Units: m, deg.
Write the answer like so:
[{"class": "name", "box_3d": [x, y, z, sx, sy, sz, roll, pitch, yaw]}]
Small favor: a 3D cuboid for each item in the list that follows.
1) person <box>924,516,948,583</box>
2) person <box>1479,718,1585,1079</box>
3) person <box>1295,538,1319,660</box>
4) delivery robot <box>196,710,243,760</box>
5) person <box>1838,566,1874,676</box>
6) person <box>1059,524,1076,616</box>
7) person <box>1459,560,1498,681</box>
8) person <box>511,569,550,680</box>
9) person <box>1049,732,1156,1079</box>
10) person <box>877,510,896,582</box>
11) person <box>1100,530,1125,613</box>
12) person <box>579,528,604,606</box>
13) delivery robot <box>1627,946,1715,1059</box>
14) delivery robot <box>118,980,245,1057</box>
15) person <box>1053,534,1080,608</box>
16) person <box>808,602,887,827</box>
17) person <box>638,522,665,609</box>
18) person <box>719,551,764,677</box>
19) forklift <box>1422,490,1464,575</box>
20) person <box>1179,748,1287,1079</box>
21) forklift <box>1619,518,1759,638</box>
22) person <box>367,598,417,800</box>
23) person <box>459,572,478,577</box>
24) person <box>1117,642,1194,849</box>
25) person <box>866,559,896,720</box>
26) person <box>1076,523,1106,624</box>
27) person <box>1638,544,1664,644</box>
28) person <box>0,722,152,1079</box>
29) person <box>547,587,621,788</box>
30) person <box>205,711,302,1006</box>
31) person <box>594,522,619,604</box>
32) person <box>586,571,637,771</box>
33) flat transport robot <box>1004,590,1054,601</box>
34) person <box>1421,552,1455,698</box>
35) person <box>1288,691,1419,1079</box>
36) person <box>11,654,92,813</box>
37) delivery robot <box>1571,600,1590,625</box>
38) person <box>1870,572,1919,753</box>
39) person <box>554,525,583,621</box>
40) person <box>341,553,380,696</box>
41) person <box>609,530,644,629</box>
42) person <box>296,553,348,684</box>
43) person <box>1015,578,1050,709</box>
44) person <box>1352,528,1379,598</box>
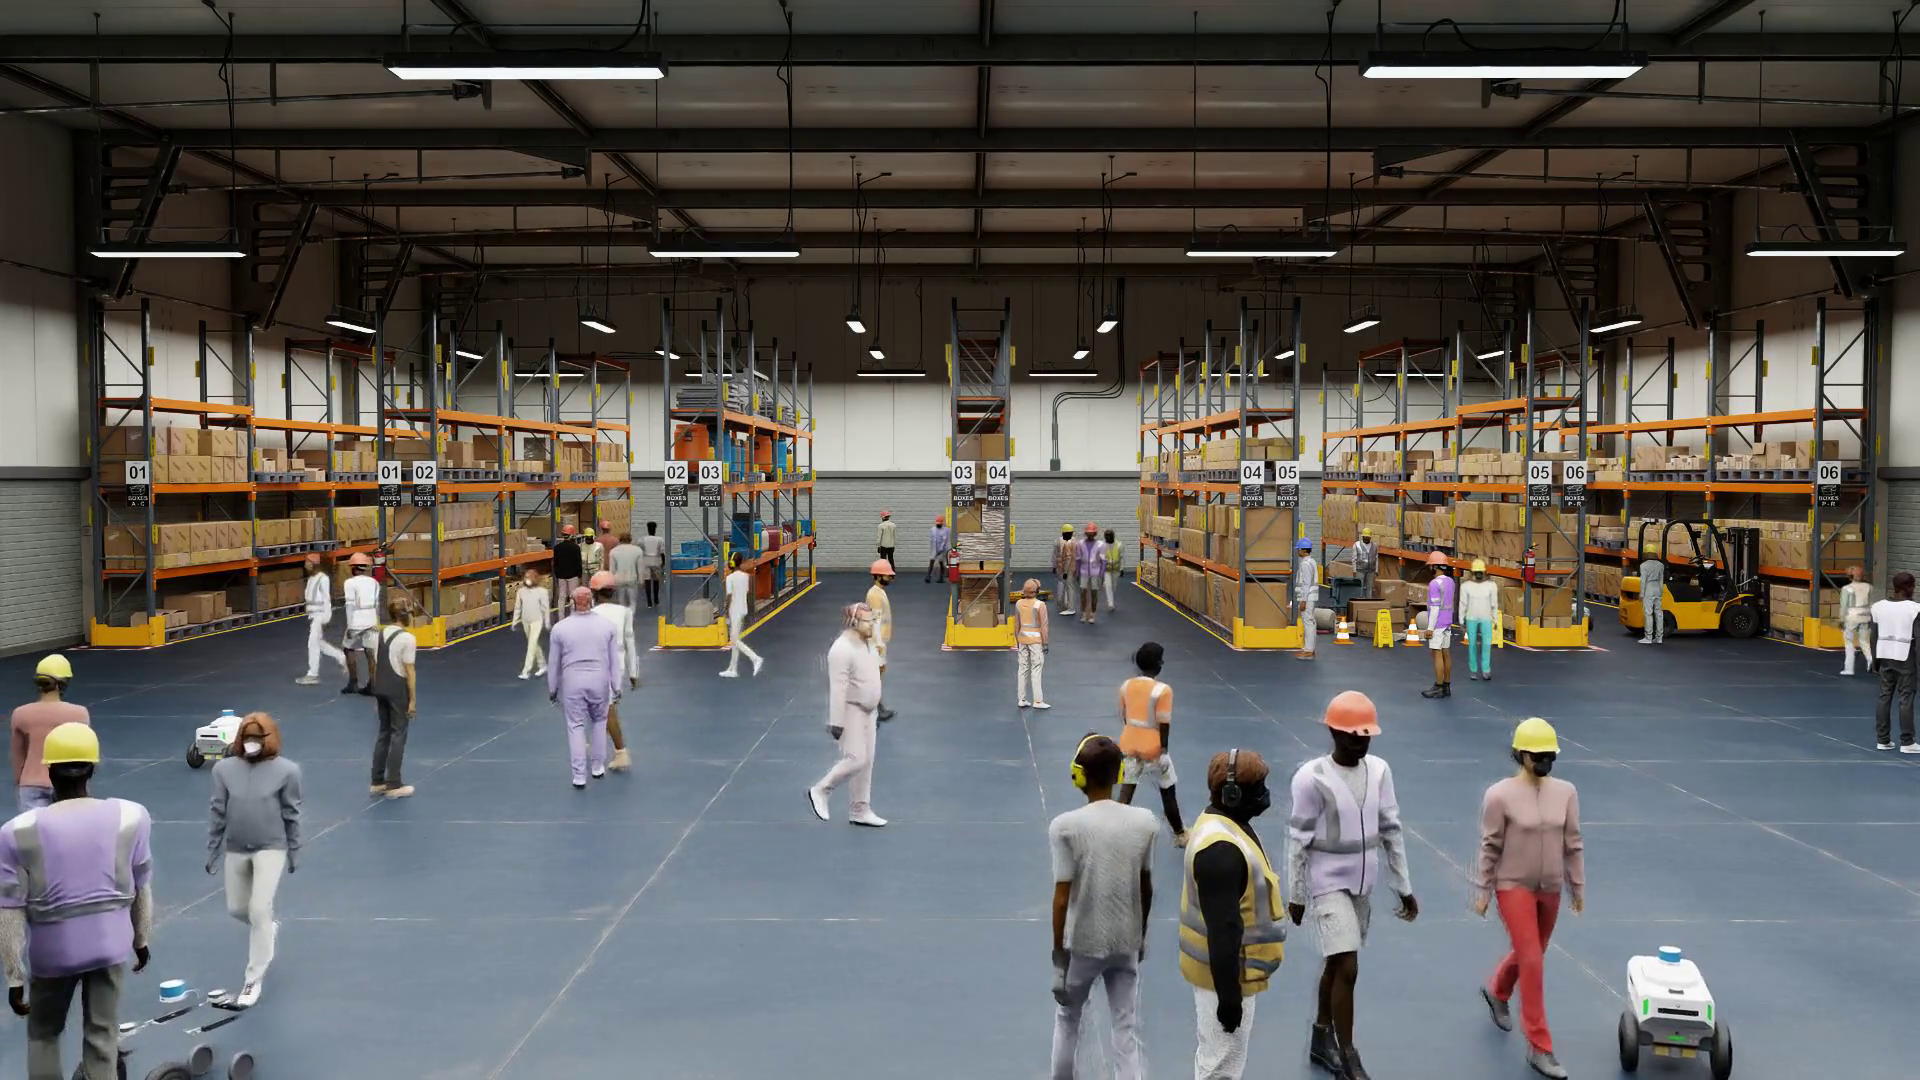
[{"class": "person", "box_3d": [-0.611, 0.265, 43.961, 0.574, 1.856, 0.963, 1, 2, 23]}, {"class": "person", "box_3d": [2.886, 1.750, 8.264, 0.531, 1.734, 0.868, -1, 2, -14]}, {"class": "person", "box_3d": [5.564, 0.937, 25.935, 0.399, 1.949, 0.605, 1, 2, 22]}, {"class": "delivery robot", "box_3d": [-7.465, 1.975, 16.468, 0.477, 0.478, 0.707, 0, 2, 5]}, {"class": "person", "box_3d": [13.096, 1.185, 23.574, 0.539, 1.624, 0.466, 0, 2, -9]}, {"class": "person", "box_3d": [2.289, 0.624, 34.092, 0.365, 1.928, 0.585, 1, 2, 14]}, {"class": "person", "box_3d": [7.410, 1.160, 23.063, 0.546, 1.726, 0.864, 1, 2, 14]}, {"class": "person", "box_3d": [-6.210, 1.213, 23.478, 0.499, 1.586, 0.897, 1, 2, 19]}, {"class": "person", "box_3d": [0.582, 1.747, 6.983, 0.520, 1.829, 0.851, -1, 2, -14]}, {"class": "person", "box_3d": [-2.057, 0.167, 44.892, 0.618, 1.987, 0.406, -2, 3, -39]}, {"class": "person", "box_3d": [3.243, 0.671, 34.785, 0.606, 1.784, 0.980, 0, 2, -6]}, {"class": "person", "box_3d": [-7.901, 0.655, 34.474, 0.589, 1.835, 0.404, 0, 2, 5]}, {"class": "delivery robot", "box_3d": [3.584, 2.305, 8.161, 0.477, 0.478, 0.707, 1, 2, 17]}, {"class": "delivery robot", "box_3d": [-3.711, 2.199, 7.604, 0.335, 0.223, 0.698, 1, 2, 22]}, {"class": "person", "box_3d": [2.421, 0.598, 36.255, 0.638, 1.803, 0.872, 0, 2, 12]}, {"class": "person", "box_3d": [-0.920, 1.460, 13.546, 0.542, 1.893, 0.658, 1, 2, 22]}, {"class": "person", "box_3d": [-6.874, 0.554, 35.977, 0.627, 1.909, 0.987, 0, 2, -9]}, {"class": "person", "box_3d": [-3.180, 1.083, 23.485, 0.751, 1.856, 0.507, 1, 3, 27]}, {"class": "forklift", "box_3d": [13.926, -0.371, 47.846, 1.873, 2.768, 1.129, 0, 2, 0]}, {"class": "person", "box_3d": [1.105, 1.761, 6.538, 0.430, 1.845, 0.624, 0, 2, 11]}, {"class": "forklift", "box_3d": [13.417, 0.684, 29.791, 2.313, 2.155, 1.214, 0, 2, 0]}, {"class": "person", "box_3d": [-5.184, 1.446, 14.839, 0.529, 1.825, 0.403, 1, 3, 29]}, {"class": "person", "box_3d": [-11.097, 0.618, 36.116, 0.580, 1.788, 1.001, 0, 2, -1]}, {"class": "person", "box_3d": [1.494, 1.615, 12.512, 0.884, 1.646, 0.553, -2, 3, -43]}, {"class": "person", "box_3d": [-0.956, 1.195, 19.583, 0.372, 1.935, 0.551, 0, 2, 3]}, {"class": "person", "box_3d": [2.553, 0.670, 31.811, 0.623, 2.005, 0.933, 1, 2, 14]}, {"class": "person", "box_3d": [12.116, 0.943, 28.331, 0.485, 1.744, 0.308, -1, 2, -17]}, {"class": "person", "box_3d": [-3.723, 1.718, 6.798, 0.594, 1.903, 0.586, -2, 3, -36]}, {"class": "person", "box_3d": [-3.601, 1.388, 15.464, 0.682, 1.873, 0.843, -1, 2, -15]}, {"class": "person", "box_3d": [-4.015, 1.768, 9.254, 0.518, 1.611, 0.669, 0, 2, -3]}, {"class": "person", "box_3d": [-7.810, 0.566, 35.581, 0.629, 1.930, 1.045, -1, 2, -13]}, {"class": "person", "box_3d": [-3.600, 1.306, 16.293, 1.091, 1.984, 0.625, 2, 3, 43]}, {"class": "flat transport robot", "box_3d": [1.607, 1.308, 37.935, 0.652, 0.197, 1.431, 1, 3, 28]}, {"class": "person", "box_3d": [6.361, 1.121, 21.511, 0.364, 1.933, 0.543, 2, 3, 40]}, {"class": "person", "box_3d": [1.921, 1.683, 7.763, 0.569, 1.905, 0.835, -1, 3, -29]}, {"class": "person", "box_3d": [-6.054, 1.635, 10.873, 0.547, 1.733, 0.800, 0, 2, -4]}, {"class": "delivery robot", "box_3d": [11.883, 1.395, 31.070, 0.477, 0.478, 0.707, 0, 2, 11]}, {"class": "person", "box_3d": [10.022, 1.301, 17.259, 0.393, 1.911, 0.590, -1, 3, -27]}, {"class": "person", "box_3d": [-7.569, 0.704, 31.237, 0.612, 1.995, 0.377, 1, 2, 19]}, {"class": "person", "box_3d": [-8.064, 1.128, 21.664, 0.655, 1.905, 0.580, 1, 3, 32]}, {"class": "person", "box_3d": [-6.259, 0.777, 30.268, 0.648, 1.926, 0.555, 0, 2, -8]}, {"class": "person", "box_3d": [-9.082, 1.099, 23.044, 0.752, 1.861, 0.578, -2, 3, -40]}, {"class": "person", "box_3d": [0.909, 1.307, 20.394, 0.523, 1.645, 0.306, 2, 3, 42]}, {"class": "person", "box_3d": [8.753, 0.647, 34.822, 0.588, 1.823, 0.403, 0, 2, -6]}]
